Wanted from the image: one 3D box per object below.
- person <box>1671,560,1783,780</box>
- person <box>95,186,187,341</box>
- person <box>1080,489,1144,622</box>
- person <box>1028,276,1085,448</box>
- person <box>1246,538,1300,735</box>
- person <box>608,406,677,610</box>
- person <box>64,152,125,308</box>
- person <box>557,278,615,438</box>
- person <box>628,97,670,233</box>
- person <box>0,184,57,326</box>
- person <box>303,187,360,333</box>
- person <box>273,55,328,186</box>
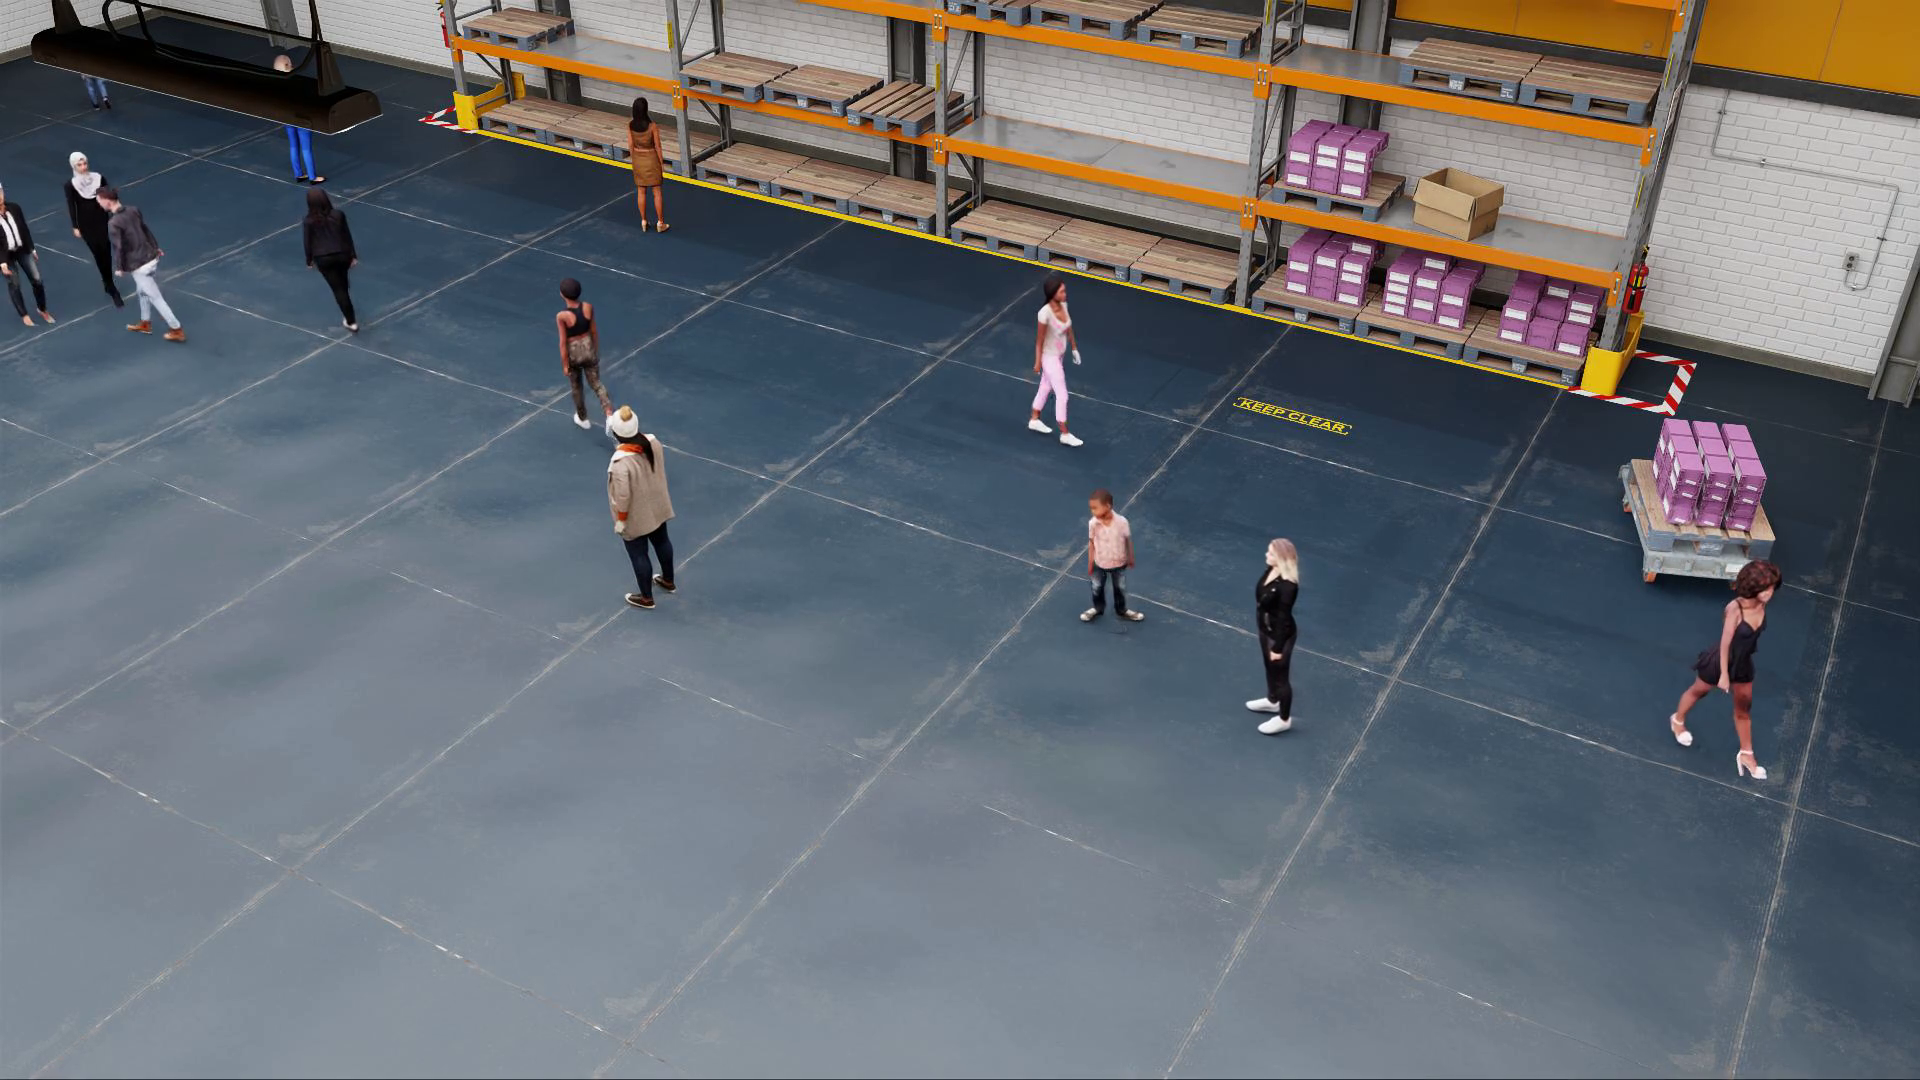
[{"bbox_3d":[5.557,0.865,12.211,0.966,1.753,1.133,-15,37,-22],"label":"person"},{"bbox_3d":[-8.729,-2.945,17.903,1.080,1.798,0.946,5,34,7],"label":"person"},{"bbox_3d":[1.290,0.135,13.728,0.590,1.290,0.788,-4,34,-7],"label":"person"},{"bbox_3d":[0.828,-1.787,16.232,0.886,1.718,0.566,18,37,24],"label":"person"},{"bbox_3d":[2.402,0.704,12.521,0.766,1.678,0.721,-5,34,-8],"label":"person"},{"bbox_3d":[-2.643,-0.302,13.831,0.680,1.905,0.703,21,39,29],"label":"person"},{"bbox_3d":[-9.834,-3.565,18.874,0.933,1.756,0.764,28,42,35],"label":"person"},{"bbox_3d":[-3.644,-1.750,16.212,0.824,1.680,1.082,-24,40,-31],"label":"person"},{"bbox_3d":[-3.868,-4.628,20.535,0.539,1.688,0.680,7,34,10],"label":"person"},{"bbox_3d":[-10.518,-3.142,18.338,0.766,1.767,0.823,25,41,32],"label":"person"},{"bbox_3d":[-6.846,-3.039,18.248,0.900,1.572,1.136,-25,41,-32],"label":"person"},{"bbox_3d":[-8.740,-5.523,21.869,0.476,1.699,0.674,17,37,23],"label":"person"}]
